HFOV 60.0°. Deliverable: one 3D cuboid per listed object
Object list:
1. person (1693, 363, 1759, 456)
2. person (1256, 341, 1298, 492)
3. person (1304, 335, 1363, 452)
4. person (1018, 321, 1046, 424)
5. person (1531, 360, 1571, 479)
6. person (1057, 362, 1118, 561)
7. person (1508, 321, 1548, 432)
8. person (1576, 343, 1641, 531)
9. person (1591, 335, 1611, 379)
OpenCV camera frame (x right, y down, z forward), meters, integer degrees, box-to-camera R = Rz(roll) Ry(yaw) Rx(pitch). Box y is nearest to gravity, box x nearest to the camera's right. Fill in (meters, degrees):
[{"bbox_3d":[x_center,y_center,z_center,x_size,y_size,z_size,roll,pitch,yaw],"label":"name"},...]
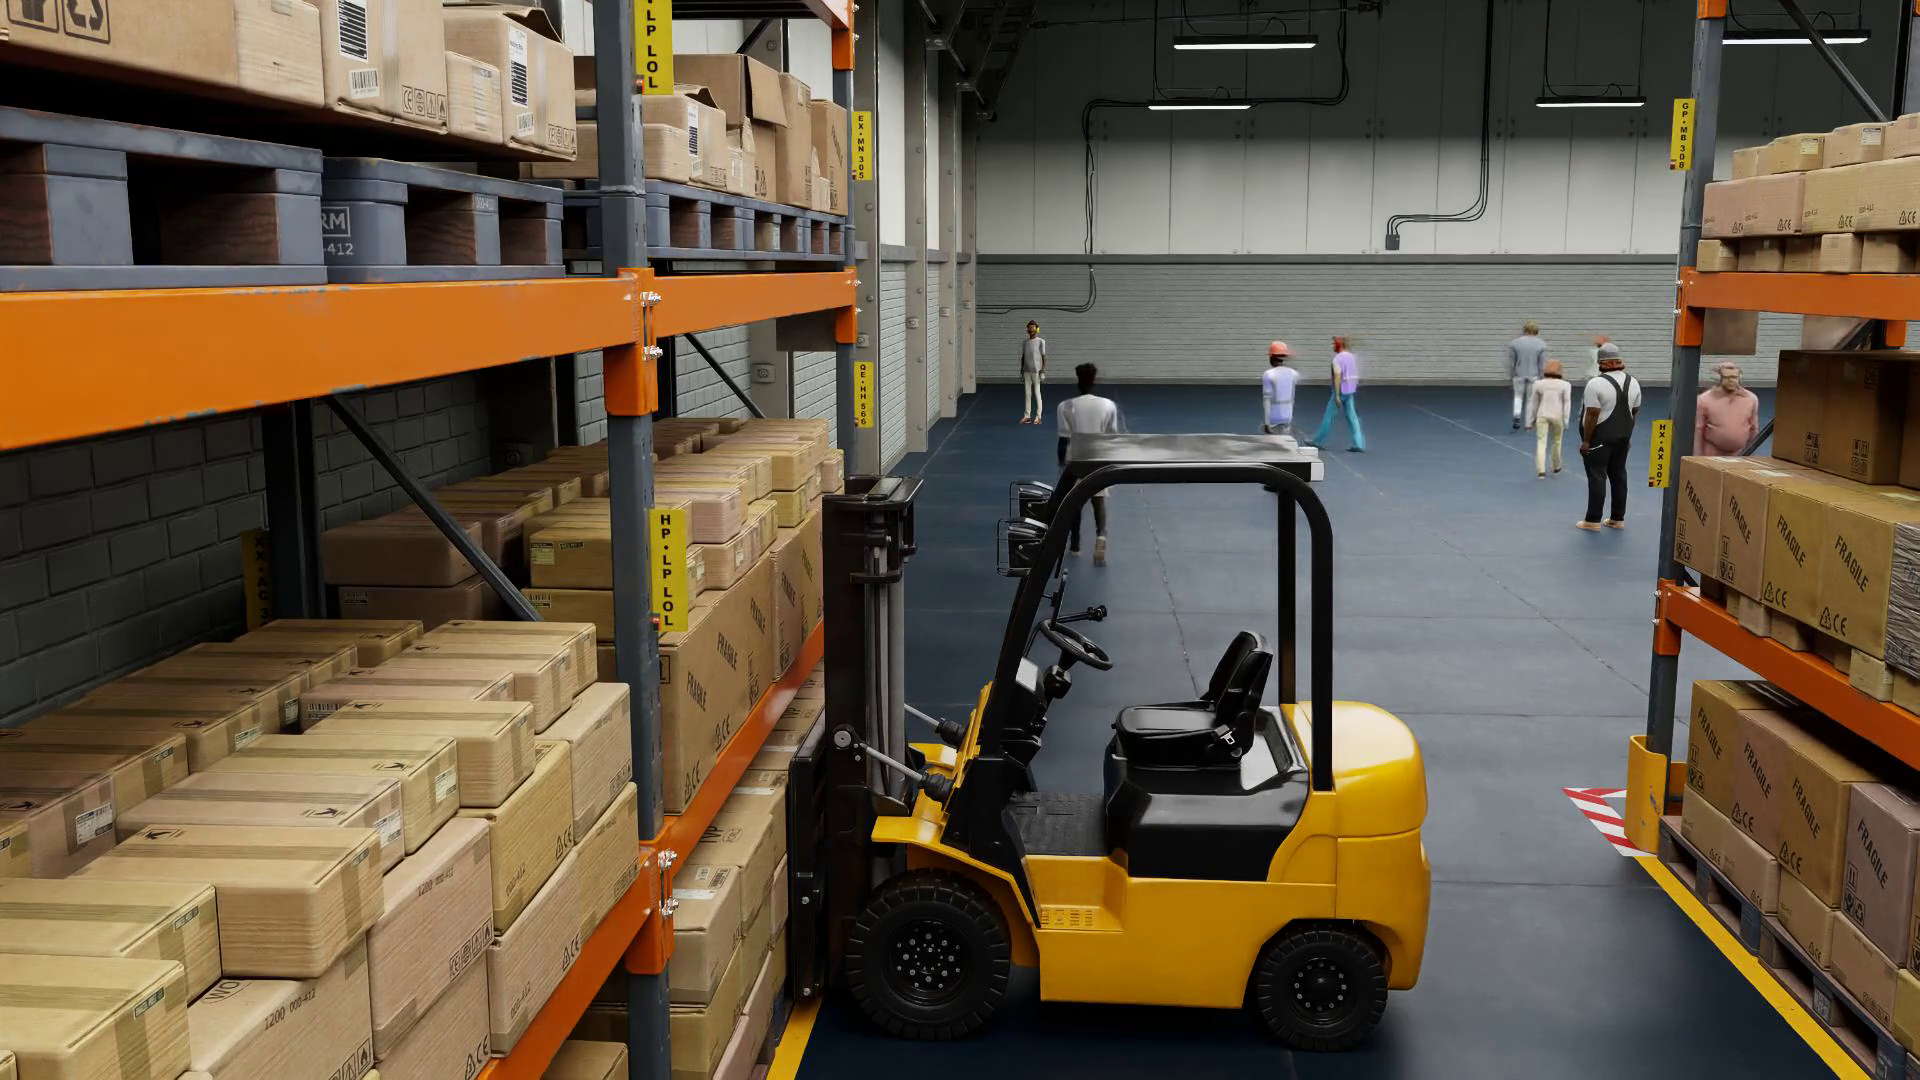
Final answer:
[{"bbox_3d":[7.774,-0.845,16.863,0.685,1.871,0.884,1,9,9],"label":"person"},{"bbox_3d":[3.981,-1.547,20.976,0.554,1.921,0.401,-4,10,-25],"label":"person"},{"bbox_3d":[5.843,-2.260,25.697,0.583,1.788,0.990,-9,13,-44],"label":"person"},{"bbox_3d":[1.305,-3.037,30.150,0.532,1.873,0.315,6,11,34],"label":"person"},{"bbox_3d":[8.001,-1.641,22.533,0.520,1.579,0.845,5,11,29],"label":"person"},{"bbox_3d":[1.246,-0.761,16.183,0.607,1.941,0.872,-1,9,-5],"label":"person"},{"bbox_3d":[9.756,-2.804,28.585,0.642,1.923,0.505,5,10,26],"label":"person"},{"bbox_3d":[6.980,-1.124,18.055,0.688,2.000,0.536,-4,10,-22],"label":"person"},{"bbox_3d":[11.911,-3.021,30.917,0.841,1.589,0.512,-4,10,-22],"label":"person"}]
